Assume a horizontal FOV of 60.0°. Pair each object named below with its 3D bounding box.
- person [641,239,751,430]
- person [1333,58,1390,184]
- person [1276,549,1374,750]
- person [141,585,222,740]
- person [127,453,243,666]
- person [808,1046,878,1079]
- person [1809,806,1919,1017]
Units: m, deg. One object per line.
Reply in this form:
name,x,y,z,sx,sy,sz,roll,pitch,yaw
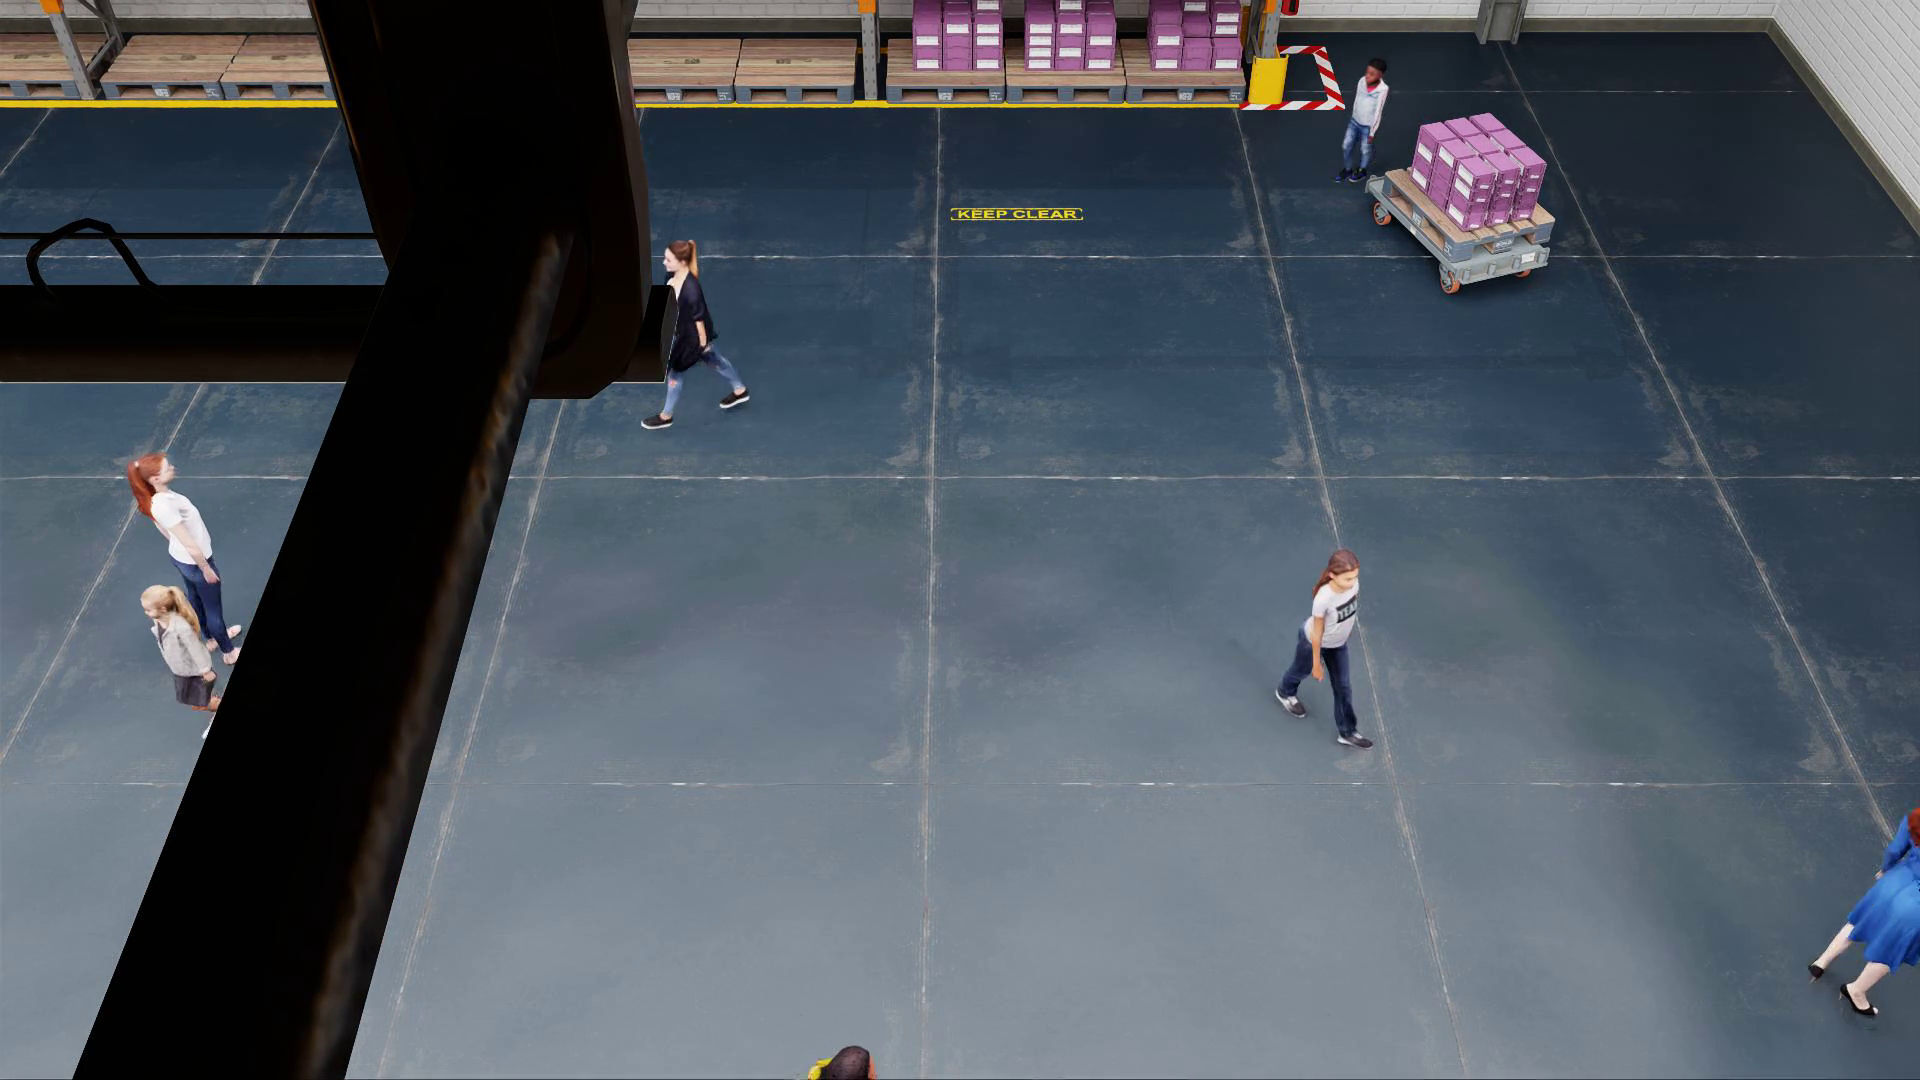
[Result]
person,-1.976,-1.596,12.760,1.203,1.629,0.905,-17,46,-17
person,3.820,-3.924,15.477,0.707,1.252,0.646,-32,52,-29
person,2.252,0.597,10.533,1.013,1.525,0.970,-25,49,-24
person,-4.841,0.744,10.569,0.644,1.264,0.705,26,50,25
person,-5.042,0.125,10.873,0.646,1.740,0.709,34,53,30
person,-0.574,2.984,7.954,1.297,1.627,1.202,-31,52,-29
person,5.054,1.977,8.877,0.678,1.811,0.720,0,44,0
